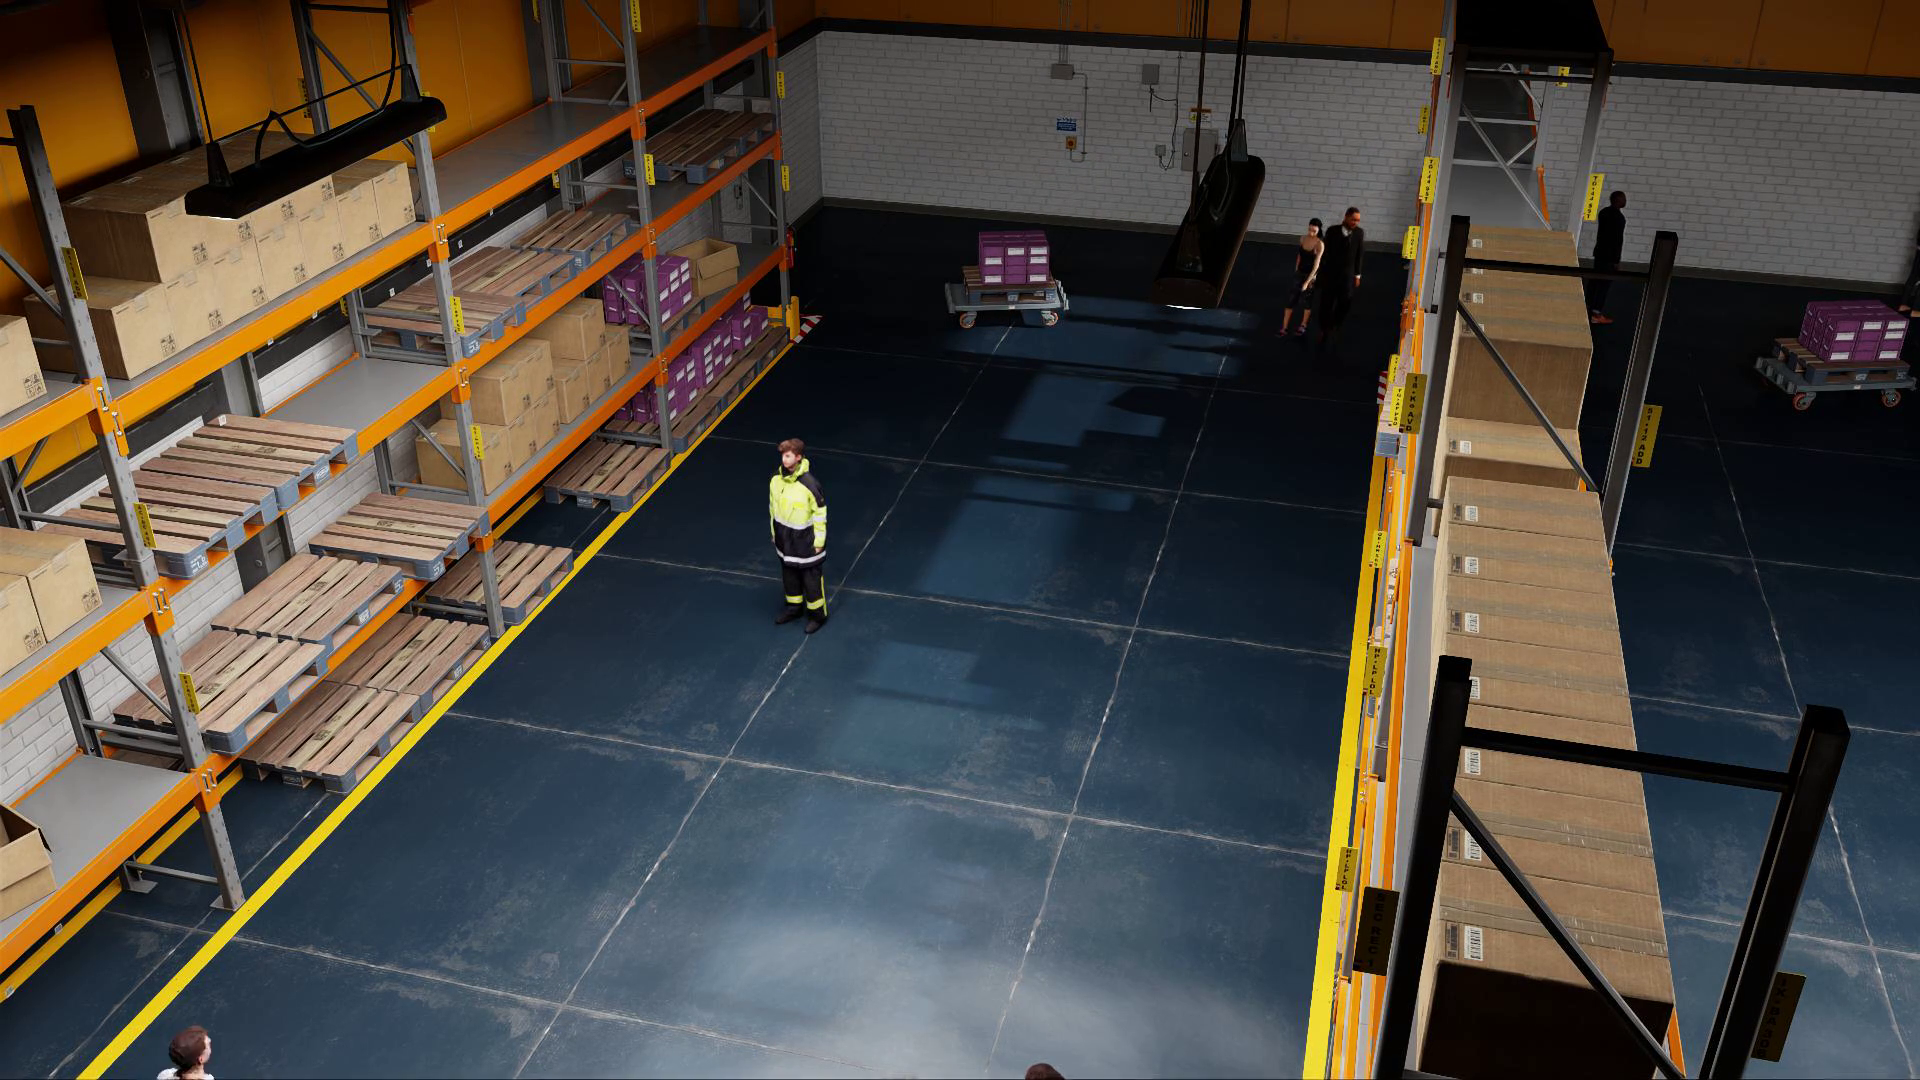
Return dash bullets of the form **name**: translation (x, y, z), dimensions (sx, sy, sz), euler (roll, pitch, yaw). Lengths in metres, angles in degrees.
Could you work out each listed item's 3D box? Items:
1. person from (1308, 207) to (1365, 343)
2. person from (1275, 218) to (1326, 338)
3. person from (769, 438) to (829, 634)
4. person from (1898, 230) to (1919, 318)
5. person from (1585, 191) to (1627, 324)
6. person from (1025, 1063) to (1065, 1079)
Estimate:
- **person**: translation (5.041, -3.554, 22.120), dimensions (0.830, 1.881, 0.687), euler (8, 30, 15)
- **person**: translation (4.709, -3.502, 22.222), dimensions (0.943, 1.693, 0.846), euler (-22, 36, -35)
- **person**: translation (-1.505, -0.062, 15.615), dimensions (0.847, 1.980, 0.773), euler (17, 33, 28)
- **person**: translation (13.403, -3.979, 23.018), dimensions (0.744, 1.768, 0.597), euler (-5, 29, -8)
- **person**: translation (8.861, -3.900, 22.821), dimensions (0.834, 1.818, 0.684), euler (-3, 29, -6)
- **person**: translation (0.484, 3.579, 9.325), dimensions (0.689, 1.612, 0.769), euler (-22, 36, -35)
